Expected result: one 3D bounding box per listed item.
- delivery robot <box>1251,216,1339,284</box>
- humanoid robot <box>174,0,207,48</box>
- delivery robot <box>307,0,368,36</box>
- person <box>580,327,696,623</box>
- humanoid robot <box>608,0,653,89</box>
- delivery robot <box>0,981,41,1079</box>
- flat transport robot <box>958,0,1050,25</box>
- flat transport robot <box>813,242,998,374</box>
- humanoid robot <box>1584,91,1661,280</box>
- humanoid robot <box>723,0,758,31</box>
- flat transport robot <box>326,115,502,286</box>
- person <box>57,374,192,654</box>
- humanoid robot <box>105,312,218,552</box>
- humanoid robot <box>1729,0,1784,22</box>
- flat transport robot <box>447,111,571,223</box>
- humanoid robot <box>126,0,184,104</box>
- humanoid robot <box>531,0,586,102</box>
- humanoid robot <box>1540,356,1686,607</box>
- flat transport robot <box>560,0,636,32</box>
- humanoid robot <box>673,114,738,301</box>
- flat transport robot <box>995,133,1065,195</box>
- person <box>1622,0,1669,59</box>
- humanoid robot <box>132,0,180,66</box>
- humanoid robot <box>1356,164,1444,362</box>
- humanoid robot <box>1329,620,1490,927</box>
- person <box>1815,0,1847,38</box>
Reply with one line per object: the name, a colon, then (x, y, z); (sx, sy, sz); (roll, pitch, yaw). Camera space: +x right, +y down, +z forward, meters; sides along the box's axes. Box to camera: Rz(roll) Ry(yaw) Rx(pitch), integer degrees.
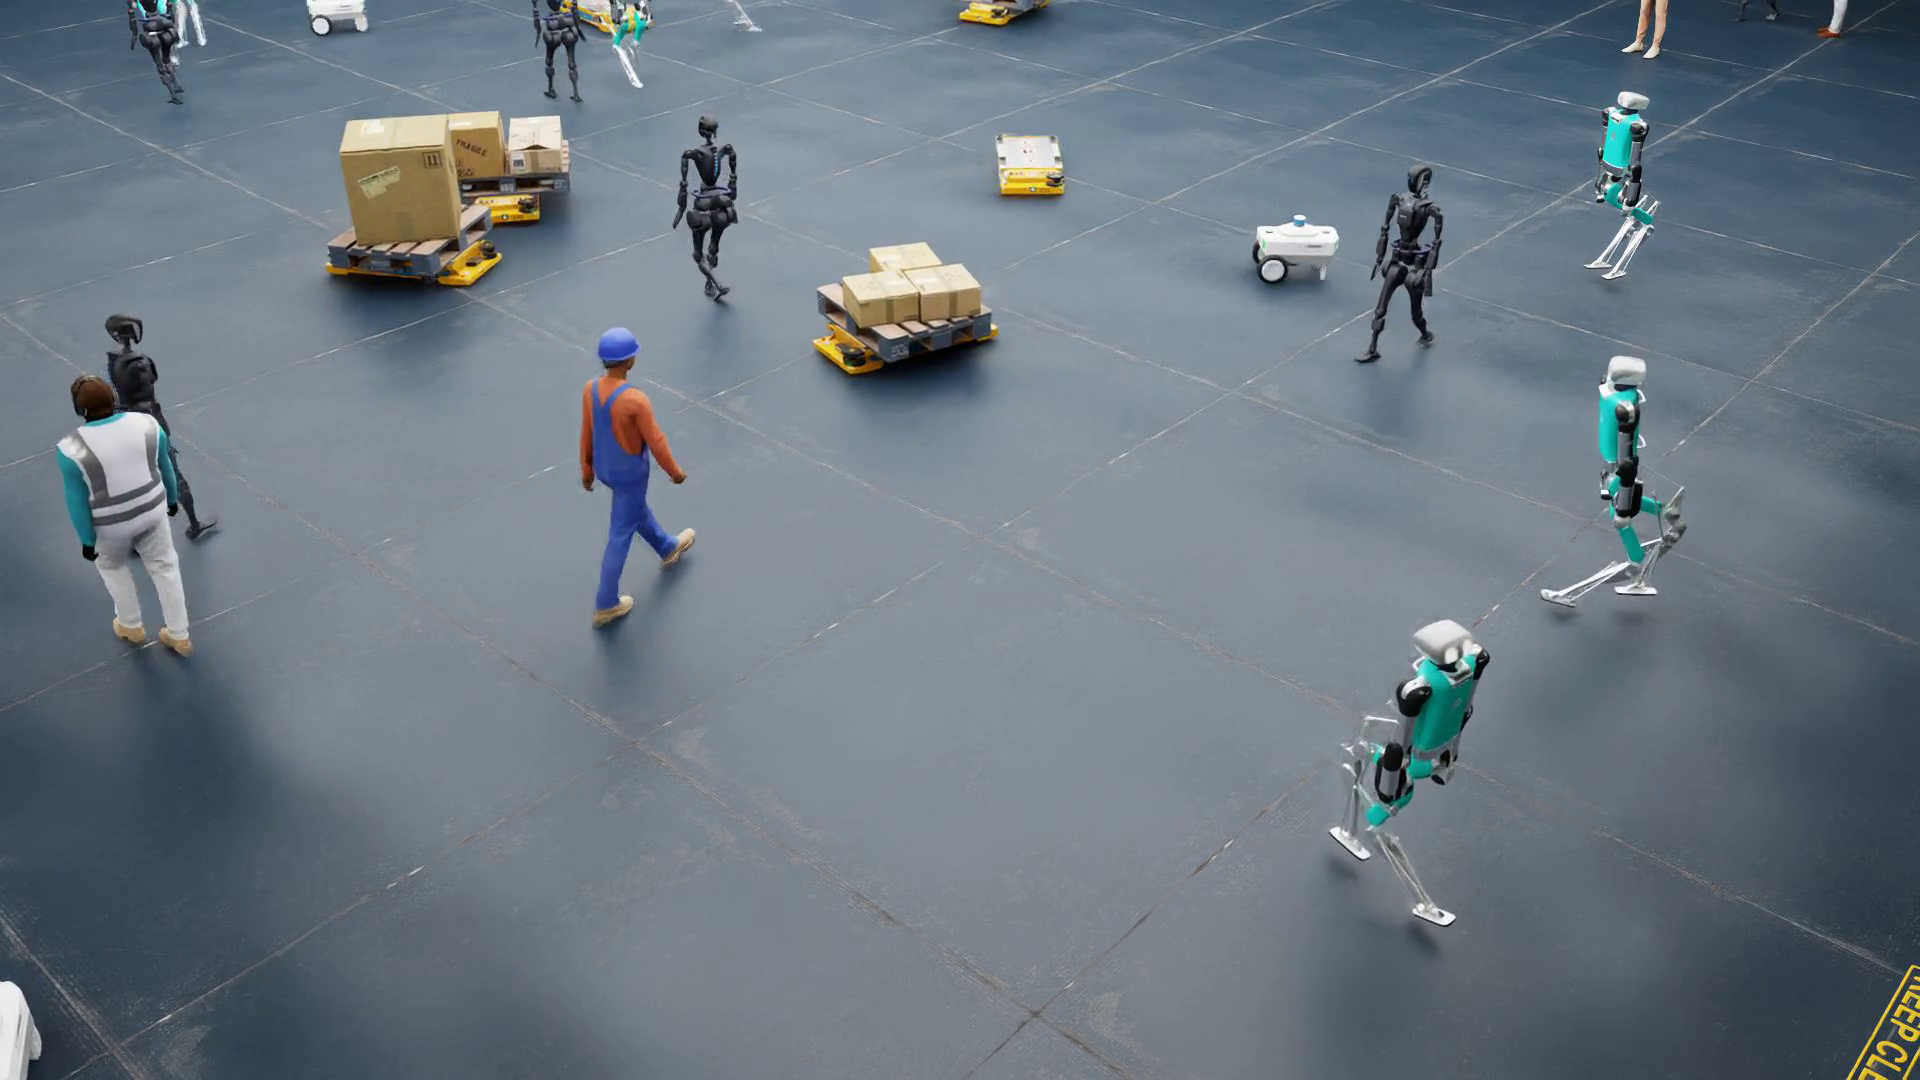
delivery robot: (3.048, -2.666, 15.170); (0.753, 0.587, 0.518); (1, 32, 1)
humanoid robot: (-10.099, -7.249, 21.428); (0.530, 1.769, 0.689); (0, 32, -1)
delivery robot: (-8.396, -7.086, 22.312); (0.792, 0.614, 0.499); (-11, 33, -17)
person: (-2.058, -0.459, 10.393); (0.526, 1.850, 1.033); (21, 37, 30)
humanoid robot: (-3.989, -6.269, 19.968); (0.538, 1.891, 0.779); (-16, 35, -24)
delivery robot: (-4.231, 2.312, 7.172); (0.499, 0.608, 0.786); (-11, 33, -17)
flat transport robot: (0.625, -7.456, 23.161); (0.659, 0.231, 1.431); (17, 36, 26)
flat transport robot: (-0.452, -1.737, 13.951); (1.431, 0.231, 0.659); (-19, 36, -27)
humanoid robot: (5.961, -3.142, 14.695); (0.735, 1.677, 0.533); (-9, 33, -15)
humanoid robot: (-2.997, -7.633, 22.056); (0.760, 1.787, 0.549); (-5, 32, -8)
flat transport robot: (-5.037, -2.614, 15.362); (1.431, 0.231, 0.659); (7, 32, 11)
person: (-5.017, -0.170, 9.955); (0.721, 1.817, 0.663); (25, 39, 34)
humanoid robot: (-5.378, -0.703, 10.973); (0.585, 1.643, 0.573); (25, 40, 34)
humanoid robot: (10.938, -7.812, 22.457); (0.755, 1.646, 0.602); (-14, 34, -21)
flat transport robot: (-4.556, -3.560, 16.886); (0.659, 0.231, 1.431); (-6, 32, -10)
humanoid robot: (-9.395, -5.939, 19.392); (0.452, 1.644, 0.596); (19, 37, 28)
humanoid robot: (-4.724, -6.009, 19.509); (0.610, 1.631, 0.616); (-20, 37, -29)
humanoid robot: (4.192, -0.302, 10.256); (0.969, 1.742, 0.531); (3, 32, 5)
flat transport robot: (-4.885, -7.252, 22.831); (0.659, 0.231, 1.431); (-22, 38, -31)
humanoid robot: (-2.185, -2.882, 14.496); (0.604, 1.647, 0.512); (-20, 37, -29)
flat transport robot: (0.725, -3.974, 17.553); (0.659, 0.231, 1.431); (-1, 32, -1)
person: (8.813, -7.048, 20.982); (0.353, 1.872, 0.531); (-19, 36, -27)
humanoid robot: (-10.013, -6.744, 20.637); (0.556, 1.779, 0.837); (-21, 38, -30)
humanoid robot: (3.645, -2.233, 13.484); (0.791, 1.644, 0.599); (-25, 40, -34)
humanoid robot: (2.093, 1.048, 8.115); (0.564, 1.747, 1.061); (-21, 38, -30)
person: (11.645, -7.555, 21.855); (0.369, 1.824, 0.500); (14, 34, 21)
